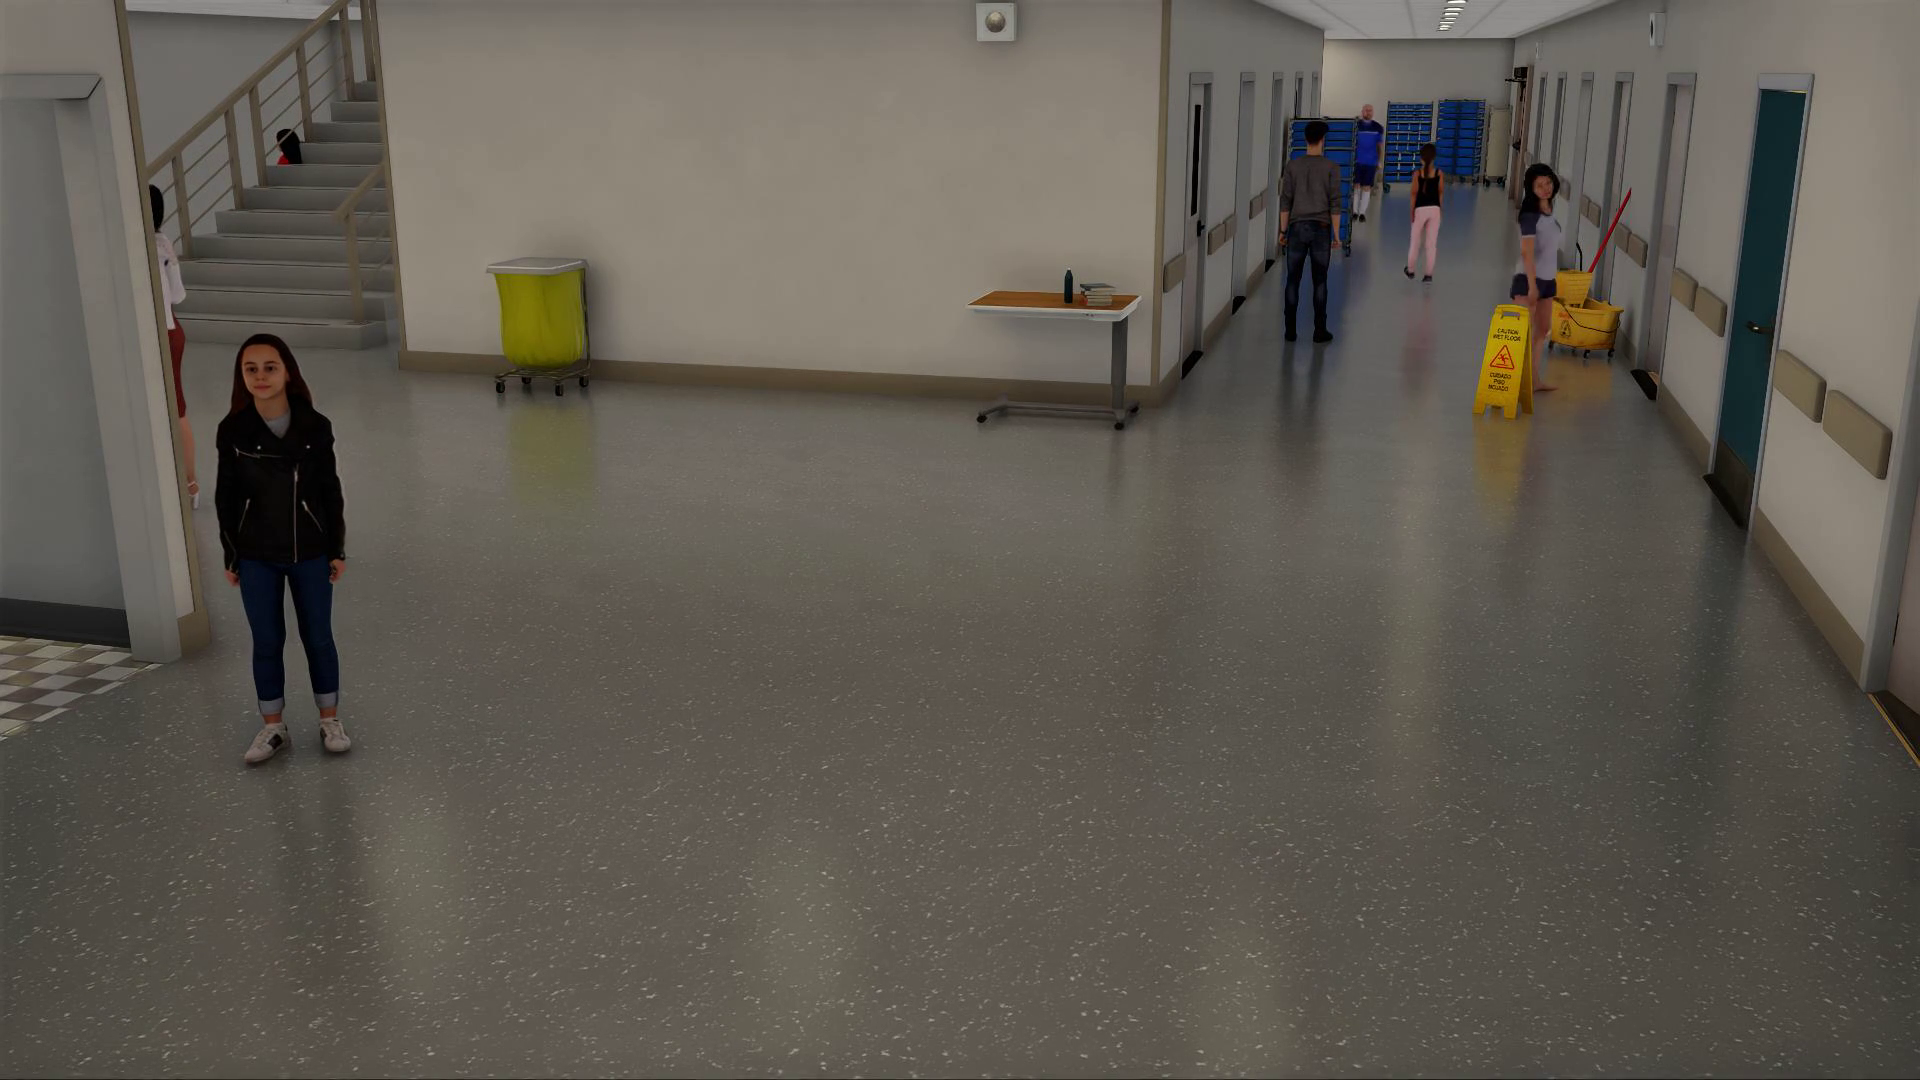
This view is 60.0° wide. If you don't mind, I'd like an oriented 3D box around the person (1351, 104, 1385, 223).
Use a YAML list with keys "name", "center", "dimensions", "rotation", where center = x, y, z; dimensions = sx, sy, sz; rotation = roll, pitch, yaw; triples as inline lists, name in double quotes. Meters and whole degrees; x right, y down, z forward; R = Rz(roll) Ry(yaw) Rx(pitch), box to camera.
- name: "person"
  center: [6.353, -5.921, 26.169]
  dimensions: [0.739, 1.825, 0.829]
  rotation: [2, 16, 8]

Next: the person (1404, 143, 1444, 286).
- name: "person"
  center: [5.163, -3.557, 18.338]
  dimensions: [0.660, 1.525, 1.039]
  rotation: [1, 16, 4]

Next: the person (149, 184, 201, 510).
- name: "person"
  center: [-4.298, -1.028, 8.950]
  dimensions: [0.727, 1.751, 0.645]
  rotation: [-7, 17, -23]

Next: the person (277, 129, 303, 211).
- name: "person"
  center: [-6.915, -3.389, 17.331]
  dimensions: [0.707, 1.749, 0.589]
  rotation: [2, 16, 6]

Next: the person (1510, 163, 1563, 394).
- name: "person"
  center: [4.237, -1.899, 12.170]
  dimensions: [0.882, 1.682, 0.747]
  rotation: [6, 17, 20]

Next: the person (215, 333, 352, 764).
- name: "person"
  center: [-2.327, 0.021, 5.725]
  dimensions: [0.640, 1.484, 0.668]
  rotation: [-5, 17, -18]

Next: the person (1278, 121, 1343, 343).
- name: "person"
  center: [3.074, -2.712, 14.644]
  dimensions: [0.715, 1.903, 0.580]
  rotation: [6, 17, 20]
